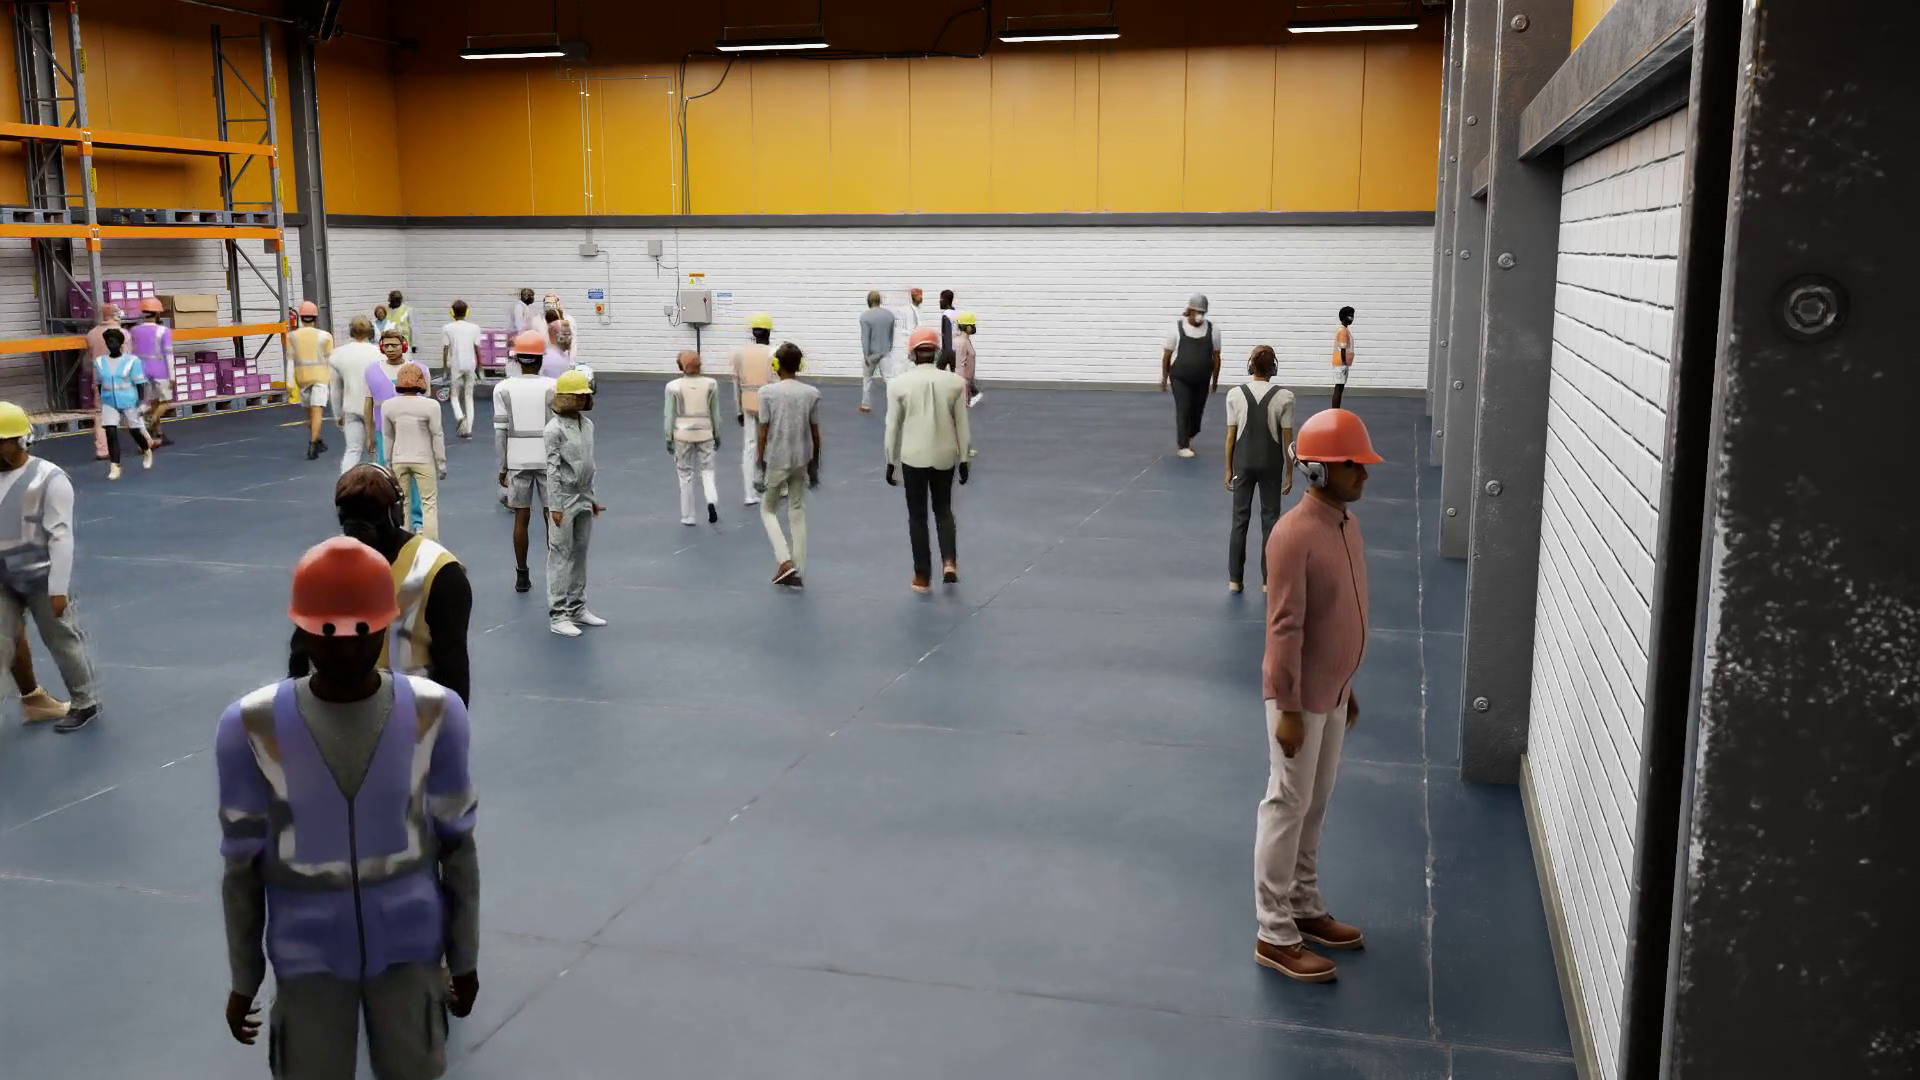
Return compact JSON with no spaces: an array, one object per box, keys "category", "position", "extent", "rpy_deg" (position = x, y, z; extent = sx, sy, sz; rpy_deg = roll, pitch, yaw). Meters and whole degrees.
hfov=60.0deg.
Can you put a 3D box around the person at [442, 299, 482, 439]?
[{"category":"person","position":[-6.571,-2.250,22.004],"extent":[0.520,1.858,0.464],"rpy_deg":[-5,11,-27]}]

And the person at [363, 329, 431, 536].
[{"category":"person","position":[-4.885,-0.918,14.498],"extent":[0.574,1.843,0.374],"rpy_deg":[-2,10,-13]}]

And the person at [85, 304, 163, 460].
[{"category":"person","position":[-10.173,-1.919,20.136],"extent":[0.658,1.854,0.992],"rpy_deg":[2,10,12]}]

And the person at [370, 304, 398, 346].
[{"category":"person","position":[-9.363,-3.023,27.039],"extent":[0.522,1.621,0.543],"rpy_deg":[-2,10,-11]}]

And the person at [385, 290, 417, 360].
[{"category":"person","position":[-9.490,-3.279,27.946],"extent":[0.659,1.821,0.480],"rpy_deg":[2,10,10]}]

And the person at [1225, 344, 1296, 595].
[{"category":"person","position":[2.194,-0.507,12.200],"extent":[0.505,1.841,0.332],"rpy_deg":[3,10,17]}]

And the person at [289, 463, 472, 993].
[{"category":"person","position":[-1.961,0.651,5.646],"extent":[0.632,1.842,0.430],"rpy_deg":[3,10,14]}]

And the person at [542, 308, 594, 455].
[{"category":"person","position":[-4.871,-1.851,19.871],"extent":[0.525,1.834,0.976],"rpy_deg":[8,13,39]}]

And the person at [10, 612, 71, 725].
[{"category":"person","position":[-5.251,0.056,8.622],"extent":[0.629,1.991,1.027],"rpy_deg":[8,13,38]}]

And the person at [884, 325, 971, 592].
[{"category":"person","position":[-0.252,-0.601,12.364],"extent":[0.621,1.971,0.477],"rpy_deg":[-3,10,-17]}]

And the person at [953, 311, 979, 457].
[{"category":"person","position":[0.078,-1.898,20.304],"extent":[0.337,1.759,0.525],"rpy_deg":[2,10,9]}]

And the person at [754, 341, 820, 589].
[{"category":"person","position":[-1.302,-0.554,12.415],"extent":[0.560,1.853,0.397],"rpy_deg":[-5,11,-27]}]

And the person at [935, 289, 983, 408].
[{"category":"person","position":[-0.116,-3.024,26.324],"extent":[0.941,1.889,0.595],"rpy_deg":[3,11,18]}]

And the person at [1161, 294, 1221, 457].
[{"category":"person","position":[2.831,-2.066,20.449],"extent":[0.713,2.000,0.845],"rpy_deg":[-1,10,-7]}]

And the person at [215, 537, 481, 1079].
[{"category":"person","position":[-1.381,0.932,3.808],"extent":[0.574,1.920,0.435],"rpy_deg":[-4,11,-22]}]

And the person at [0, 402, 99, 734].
[{"category":"person","position":[-4.784,0.186,8.450],"extent":[0.608,1.778,0.918],"rpy_deg":[1,10,6]}]

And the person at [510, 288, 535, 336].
[{"category":"person","position":[-7.748,-3.555,29.519],"extent":[0.441,1.816,0.654],"rpy_deg":[0,10,0]}]

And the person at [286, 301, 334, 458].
[{"category":"person","position":[-7.884,-1.955,20.238],"extent":[0.555,1.895,0.999],"rpy_deg":[-1,10,-8]}]

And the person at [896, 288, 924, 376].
[{"category":"person","position":[-0.734,-3.450,28.921],"extent":[1.030,1.821,0.585],"rpy_deg":[5,11,25]}]

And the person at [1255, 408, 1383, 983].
[{"category":"person","position":[1.268,0.529,5.881],"extent":[0.391,1.995,0.613],"rpy_deg":[7,12,33]}]

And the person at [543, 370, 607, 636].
[{"category":"person","position":[-2.547,-0.253,11.022],"extent":[0.312,1.744,0.487],"rpy_deg":[4,11,21]}]

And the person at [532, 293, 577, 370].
[{"category":"person","position":[-5.664,-2.479,23.171],"extent":[0.641,1.908,0.407],"rpy_deg":[0,10,0]}]

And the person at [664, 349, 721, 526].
[{"category":"person","position":[-2.412,-0.915,15.079],"extent":[0.536,1.622,0.508],"rpy_deg":[-4,11,-23]}]

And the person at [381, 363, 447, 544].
[{"category":"person","position":[-4.374,-0.599,13.330],"extent":[0.506,1.628,0.287],"rpy_deg":[1,10,6]}]

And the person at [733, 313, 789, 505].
[{"category":"person","position":[-1.945,-1.319,16.655],"extent":[0.615,1.887,0.876],"rpy_deg":[3,10,17]}]

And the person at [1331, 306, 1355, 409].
[{"category":"person","position":[5.529,-2.524,24.023],"extent":[0.321,1.693,0.530],"rpy_deg":[2,10,10]}]

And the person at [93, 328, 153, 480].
[{"category":"person","position":[-9.303,-1.533,18.509],"extent":[0.536,1.669,0.777],"rpy_deg":[-1,10,-7]}]

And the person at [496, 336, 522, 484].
[{"category":"person","position":[-4.710,-1.431,18.122],"extent":[0.509,1.598,0.794],"rpy_deg":[6,12,31]}]

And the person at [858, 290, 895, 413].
[{"category":"person","position":[-1.211,-2.830,25.196],"extent":[0.635,1.906,0.961],"rpy_deg":[-6,12,-32]}]

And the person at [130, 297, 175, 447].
[{"category":"person","position":[-10.213,-2.098,21.001],"extent":[0.546,1.919,0.677],"rpy_deg":[1,10,5]}]

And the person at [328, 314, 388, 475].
[{"category":"person","position":[-5.772,-1.216,16.046],"extent":[0.639,1.907,0.924],"rpy_deg":[-1,10,-3]}]

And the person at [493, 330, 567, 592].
[{"category":"person","position":[-3.145,-0.576,12.304],"extent":[0.552,1.937,0.356],"rpy_deg":[-1,10,-6]}]

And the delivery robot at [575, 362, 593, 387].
[{"category":"delivery robot","position":[-6.562,-2.853,28.843],"extent":[0.477,0.478,0.707],"rpy_deg":[-2,10,-9]}]

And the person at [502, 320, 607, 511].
[{"category":"person","position":[-3.942,-1.167,15.896],"extent":[0.922,1.873,0.653],"rpy_deg":[-4,11,-22]}]
